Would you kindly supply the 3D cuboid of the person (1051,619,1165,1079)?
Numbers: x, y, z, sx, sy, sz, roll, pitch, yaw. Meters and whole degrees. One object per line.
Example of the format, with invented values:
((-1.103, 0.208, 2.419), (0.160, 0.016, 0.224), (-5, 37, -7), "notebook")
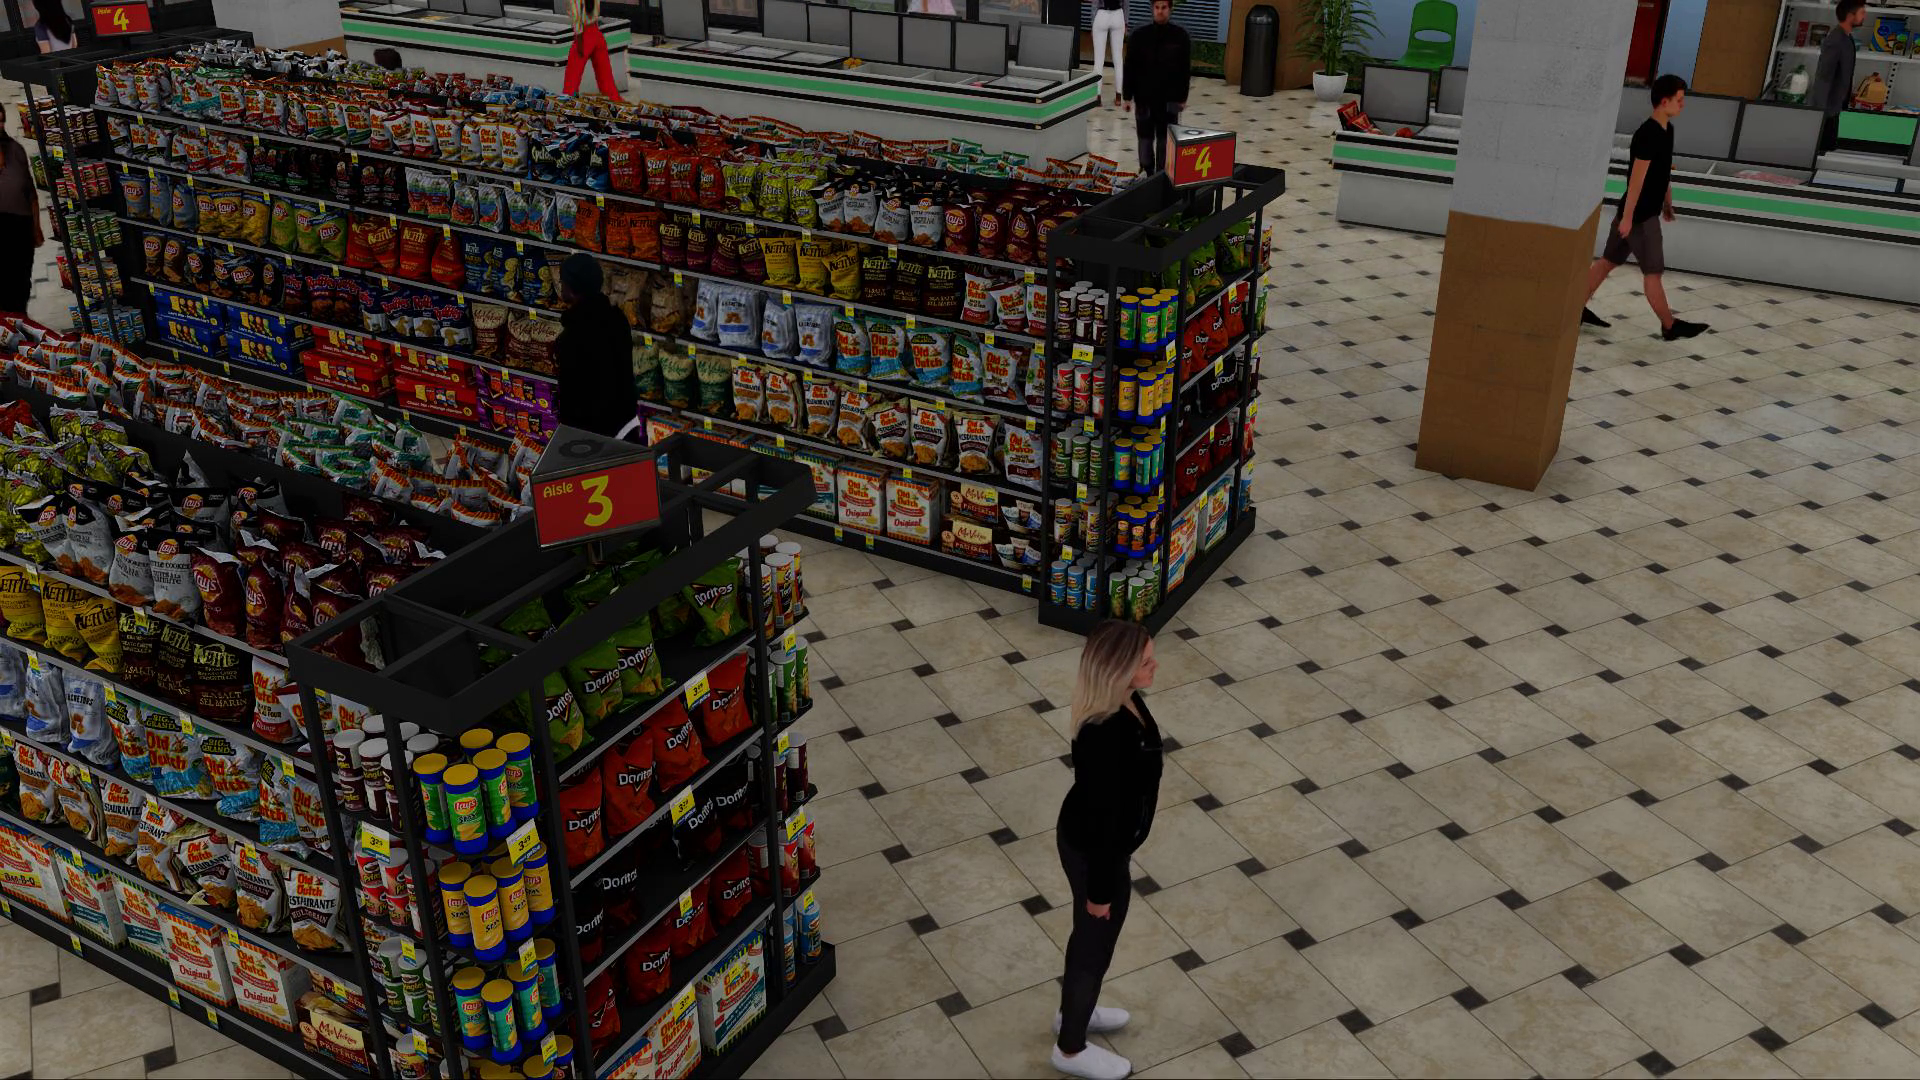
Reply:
((0.424, 0.980, 5.278), (0.714, 1.676, 0.718), (0, 27, 0), "person")

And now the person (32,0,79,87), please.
((-8.638, -4.490, 16.029), (0.622, 1.707, 0.651), (7, 28, 13), "person")

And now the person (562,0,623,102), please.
((-3.701, -4.960, 16.927), (1.150, 1.734, 0.601), (15, 31, 27), "person")

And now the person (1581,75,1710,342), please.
((4.632, -2.277, 11.551), (1.187, 1.811, 0.725), (13, 30, 24), "person")

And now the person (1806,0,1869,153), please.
((7.424, -3.751, 14.405), (1.007, 1.859, 0.749), (12, 29, 22), "person")

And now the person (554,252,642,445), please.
((-1.656, -0.488, 8.058), (1.117, 1.779, 0.685), (16, 31, 28), "person")

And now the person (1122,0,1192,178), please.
((1.762, -3.944, 14.855), (1.171, 1.795, 1.049), (4, 27, 8), "person")

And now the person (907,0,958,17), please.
((-0.412, -6.098, 19.113), (1.175, 1.786, 0.727), (18, 32, 31), "person")

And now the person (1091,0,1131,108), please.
((1.644, -5.671, 18.339), (0.649, 1.725, 0.732), (-4, 27, -7), "person")

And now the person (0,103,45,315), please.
((-6.411, -2.044, 11.116), (0.886, 1.790, 1.154), (-22, 34, -37), "person")
